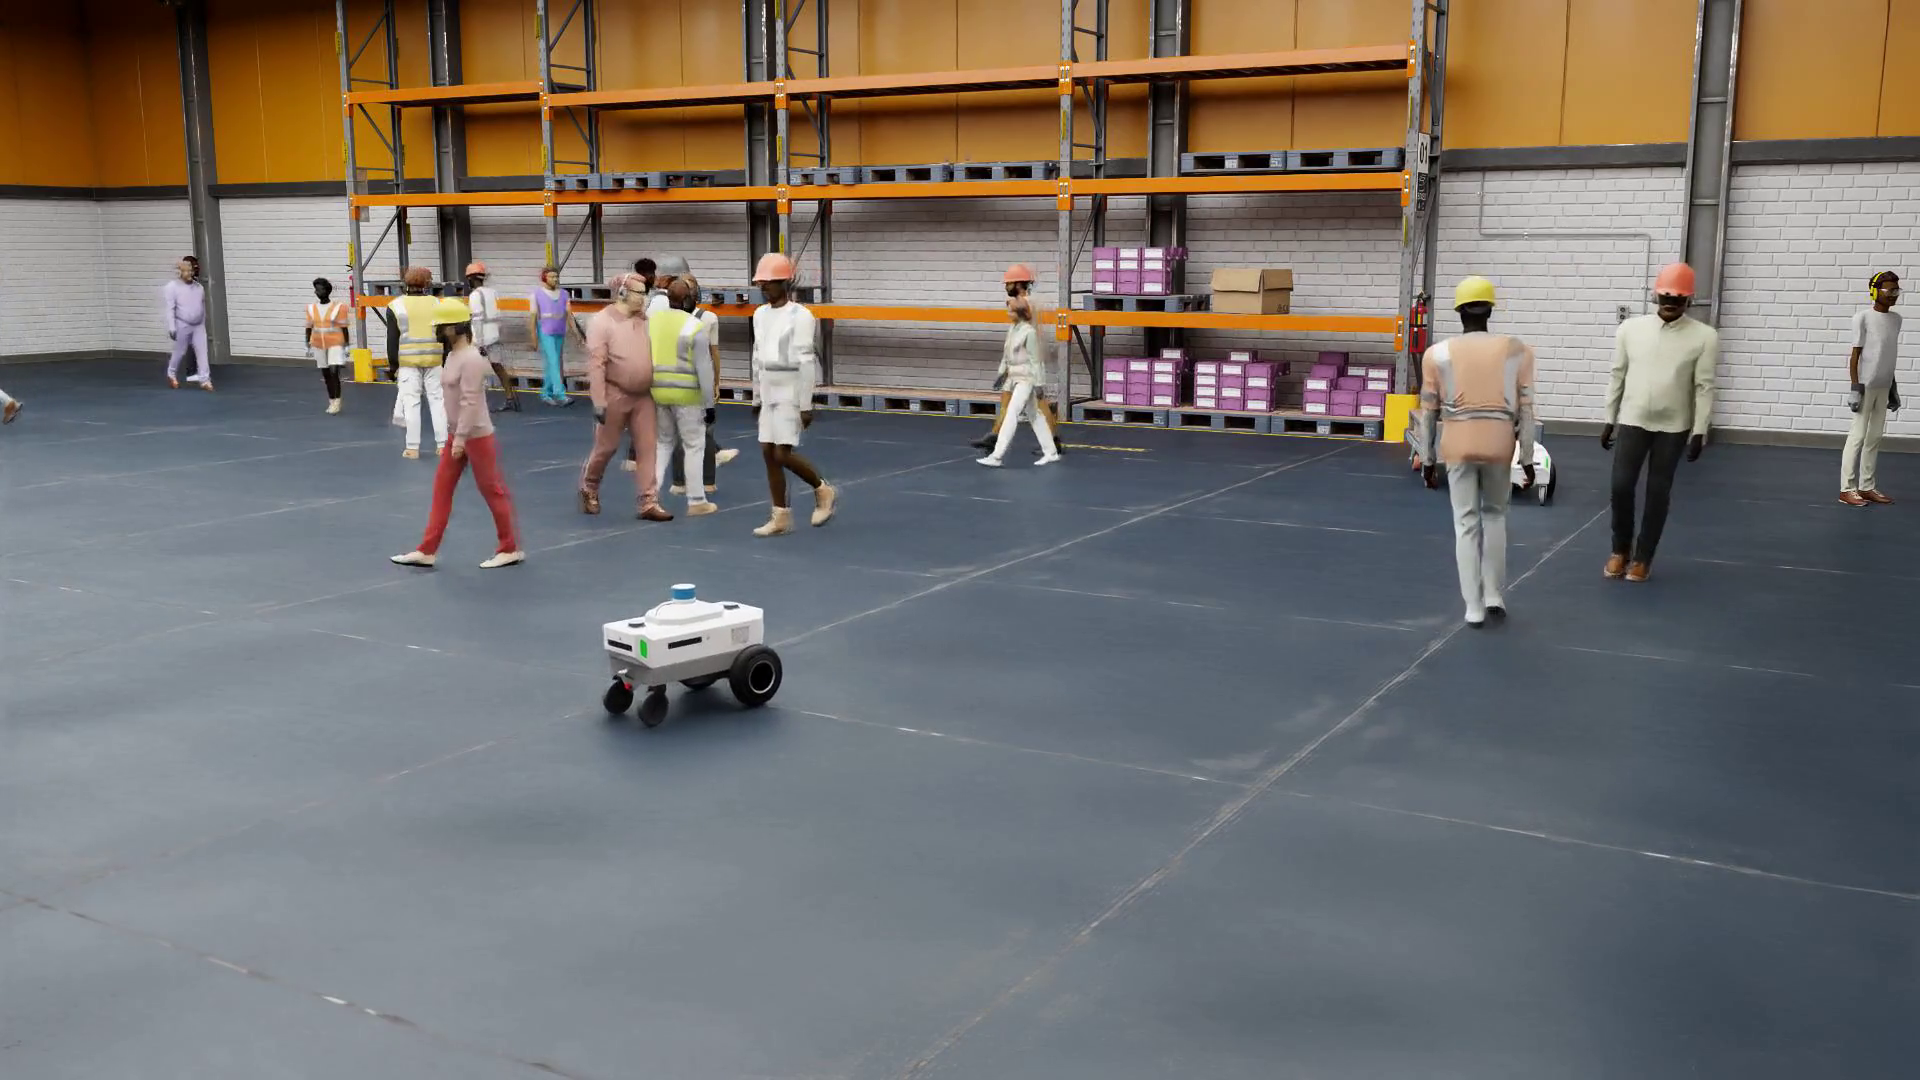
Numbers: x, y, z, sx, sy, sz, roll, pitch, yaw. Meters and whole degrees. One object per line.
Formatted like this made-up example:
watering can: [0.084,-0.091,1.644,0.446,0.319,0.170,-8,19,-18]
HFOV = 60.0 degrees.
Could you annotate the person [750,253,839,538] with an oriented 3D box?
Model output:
person: [-1.227,-1.022,11.840,0.570,2.025,0.610,-9,13,-40]

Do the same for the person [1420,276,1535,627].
person: [2.832,-0.489,9.157,0.614,1.893,0.639,2,10,11]

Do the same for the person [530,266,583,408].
person: [-5.169,-2.604,21.401,0.918,1.802,0.597,8,13,37]

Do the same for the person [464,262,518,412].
person: [-5.995,-2.516,20.754,0.993,1.866,0.536,3,10,17]

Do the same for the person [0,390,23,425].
person: [-10.931,-2.138,18.474,0.615,1.910,0.654,-2,10,-13]

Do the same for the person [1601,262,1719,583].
person: [4.246,-0.698,10.144,0.634,1.965,0.491,5,11,28]

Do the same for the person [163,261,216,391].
person: [-11.170,-3.091,23.999,0.934,1.879,0.642,7,12,36]

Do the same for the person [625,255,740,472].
person: [-2.606,-1.636,15.259,1.046,2.000,0.700,0,10,0]

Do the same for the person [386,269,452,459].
person: [-5.296,-1.720,16.297,0.634,1.841,0.429,-6,12,-33]

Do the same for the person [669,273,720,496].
person: [-2.248,-1.285,13.828,0.506,1.846,0.345,-3,10,-14]

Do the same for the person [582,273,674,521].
person: [-2.564,-1.090,12.637,0.906,1.875,0.650,10,14,44]

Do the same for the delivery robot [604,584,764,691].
delivery robot: [-1.230,0.441,7.439,0.477,0.478,0.707,10,14,44]

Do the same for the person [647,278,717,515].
person: [-2.146,-1.081,12.727,0.667,1.827,0.541,5,11,27]

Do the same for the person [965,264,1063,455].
person: [0.572,-1.763,16.423,0.984,1.886,0.568,0,10,-1]

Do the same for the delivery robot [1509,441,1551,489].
delivery robot: [4.608,-0.636,13.538,0.477,0.478,0.707,3,10,15]

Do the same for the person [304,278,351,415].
person: [-7.798,-2.370,20.440,0.552,1.671,0.625,1,10,6]

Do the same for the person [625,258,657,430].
person: [-3.434,-2.156,18.520,0.906,1.921,0.623,3,11,18]

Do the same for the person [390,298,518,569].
person: [-3.221,-0.649,10.528,0.849,1.728,0.543,-7,12,-35]

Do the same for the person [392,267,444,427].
person: [-6.101,-2.180,18.943,1.005,1.832,0.598,3,10,15]

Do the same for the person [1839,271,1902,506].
person: [7.338,-1.210,13.332,0.515,1.872,0.328,-4,11,-24]

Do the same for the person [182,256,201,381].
person: [-11.869,-3.414,25.671,0.398,1.920,0.590,-3,10,-15]

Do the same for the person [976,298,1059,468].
person: [0.572,-1.469,15.579,0.870,1.589,0.510,-3,10,-15]
